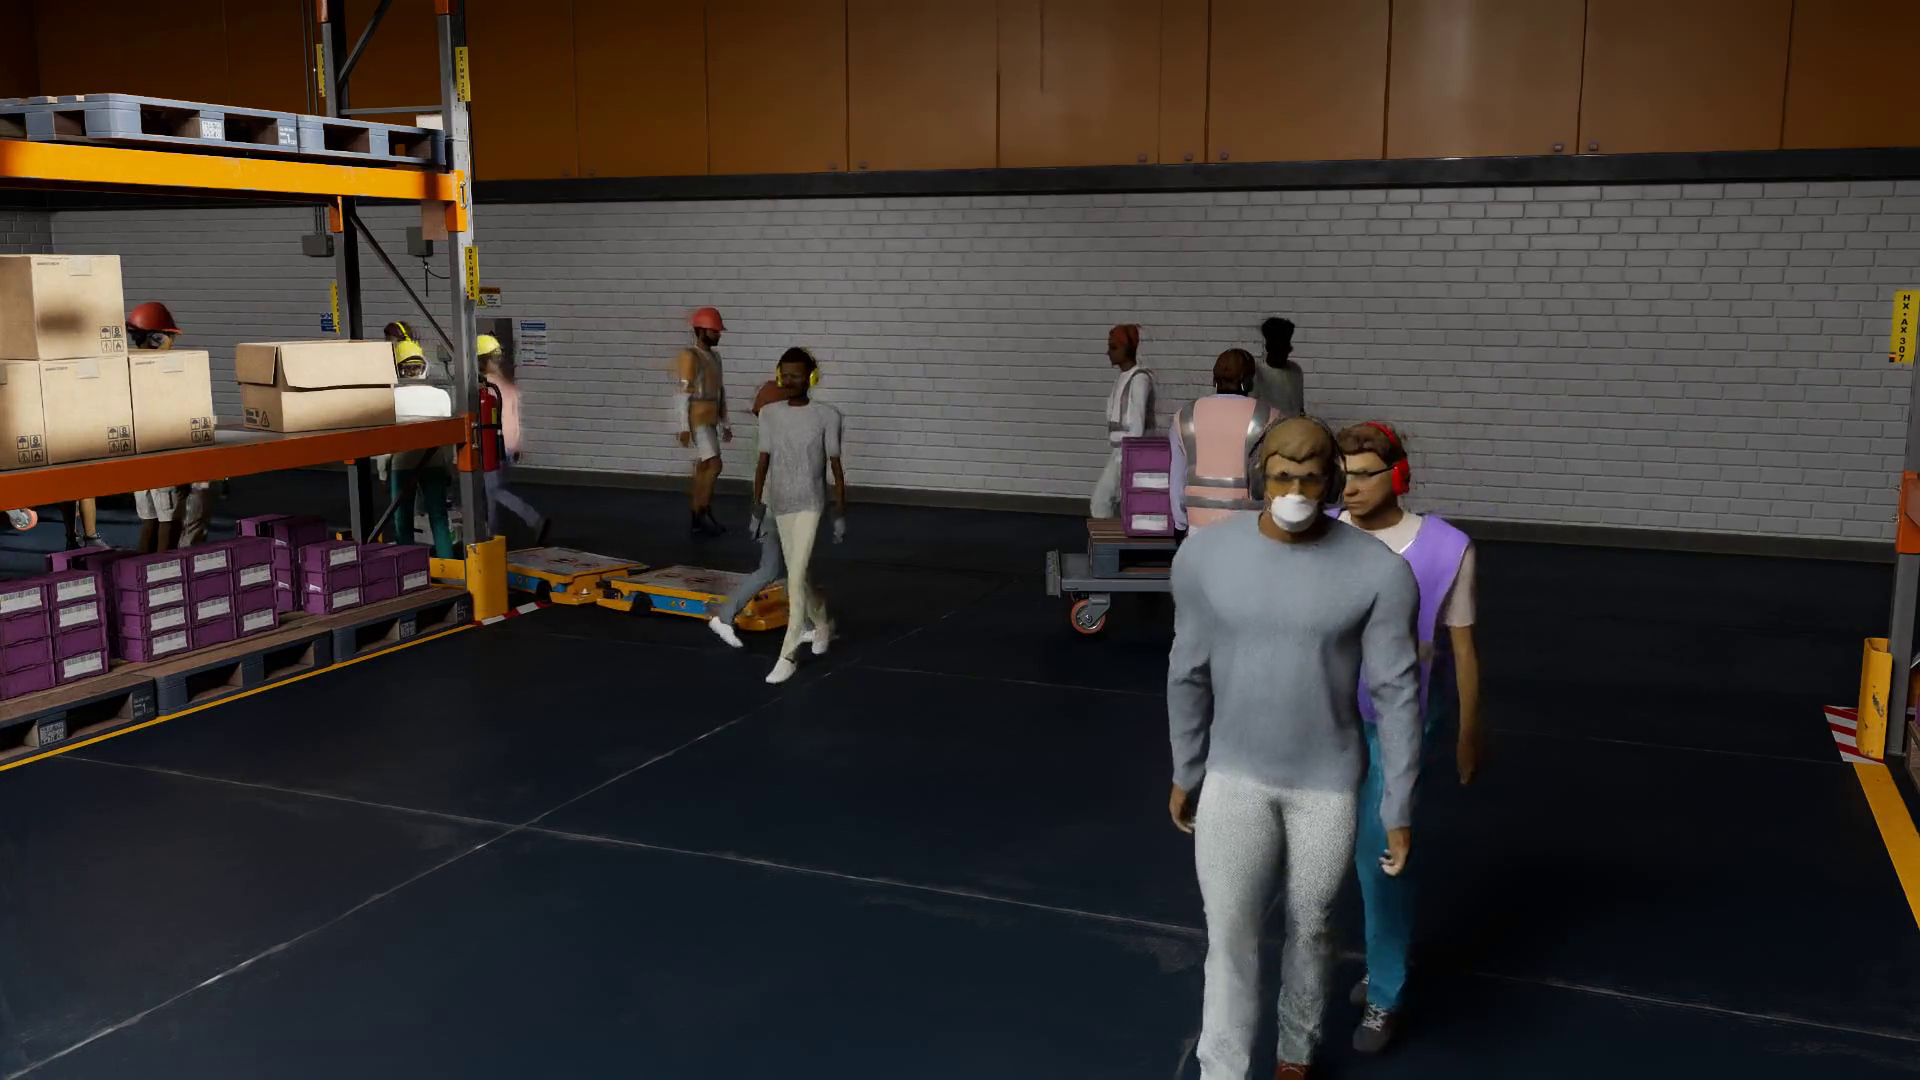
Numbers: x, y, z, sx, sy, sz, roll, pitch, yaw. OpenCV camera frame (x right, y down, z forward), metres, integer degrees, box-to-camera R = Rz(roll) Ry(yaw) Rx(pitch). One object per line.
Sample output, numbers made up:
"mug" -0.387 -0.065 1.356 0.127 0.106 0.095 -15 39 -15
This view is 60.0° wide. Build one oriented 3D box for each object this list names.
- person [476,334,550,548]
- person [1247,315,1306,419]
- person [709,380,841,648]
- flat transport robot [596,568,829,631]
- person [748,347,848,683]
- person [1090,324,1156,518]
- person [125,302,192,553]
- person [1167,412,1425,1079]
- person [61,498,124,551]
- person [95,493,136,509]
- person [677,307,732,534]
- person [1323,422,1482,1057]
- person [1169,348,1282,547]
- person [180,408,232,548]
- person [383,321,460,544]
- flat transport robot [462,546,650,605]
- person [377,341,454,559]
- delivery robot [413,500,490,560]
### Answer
"person" -3.583 -0.748 13.104 0.777 1.733 0.549 3 10 17
"person" 2.196 -0.663 12.021 0.703 1.923 0.832 -9 13 -44
"person" -1.119 -0.151 9.890 0.769 1.597 0.508 -1 9 -9
"flat transport robot" -1.614 0.361 10.804 1.431 0.197 0.652 6 11 32
"person" -0.903 -0.182 9.403 0.526 1.834 0.968 3 10 20
"person" 1.084 -0.562 11.583 0.738 1.858 0.599 -2 10 -10
"person" -5.041 -0.474 10.506 0.608 2.045 0.369 8 12 40
"person" 0.818 0.638 4.178 0.654 1.901 0.837 3 10 16
"person" -6.841 -0.821 12.960 0.543 1.928 0.373 6 11 33
"person" -7.949 -1.221 15.437 0.578 1.905 0.553 1 9 8
"person" -2.095 -0.989 13.998 0.541 1.919 0.580 3 10 20
"person" 1.192 0.562 4.922 0.573 1.810 0.757 8 12 41
"person" 1.420 -0.084 8.757 0.633 1.841 0.429 4 10 25
"person" -5.206 -0.418 11.441 0.539 1.618 0.559 5 11 30
"person" -4.368 -0.849 13.416 0.561 1.839 0.569 -7 12 -38
"flat transport robot" -2.827 0.229 11.602 1.431 0.197 0.652 8 12 41
"person" -3.746 -0.485 11.442 0.533 1.759 0.343 -7 12 -36
"delivery robot" -3.757 -0.049 12.150 0.707 0.478 0.477 8 12 40
